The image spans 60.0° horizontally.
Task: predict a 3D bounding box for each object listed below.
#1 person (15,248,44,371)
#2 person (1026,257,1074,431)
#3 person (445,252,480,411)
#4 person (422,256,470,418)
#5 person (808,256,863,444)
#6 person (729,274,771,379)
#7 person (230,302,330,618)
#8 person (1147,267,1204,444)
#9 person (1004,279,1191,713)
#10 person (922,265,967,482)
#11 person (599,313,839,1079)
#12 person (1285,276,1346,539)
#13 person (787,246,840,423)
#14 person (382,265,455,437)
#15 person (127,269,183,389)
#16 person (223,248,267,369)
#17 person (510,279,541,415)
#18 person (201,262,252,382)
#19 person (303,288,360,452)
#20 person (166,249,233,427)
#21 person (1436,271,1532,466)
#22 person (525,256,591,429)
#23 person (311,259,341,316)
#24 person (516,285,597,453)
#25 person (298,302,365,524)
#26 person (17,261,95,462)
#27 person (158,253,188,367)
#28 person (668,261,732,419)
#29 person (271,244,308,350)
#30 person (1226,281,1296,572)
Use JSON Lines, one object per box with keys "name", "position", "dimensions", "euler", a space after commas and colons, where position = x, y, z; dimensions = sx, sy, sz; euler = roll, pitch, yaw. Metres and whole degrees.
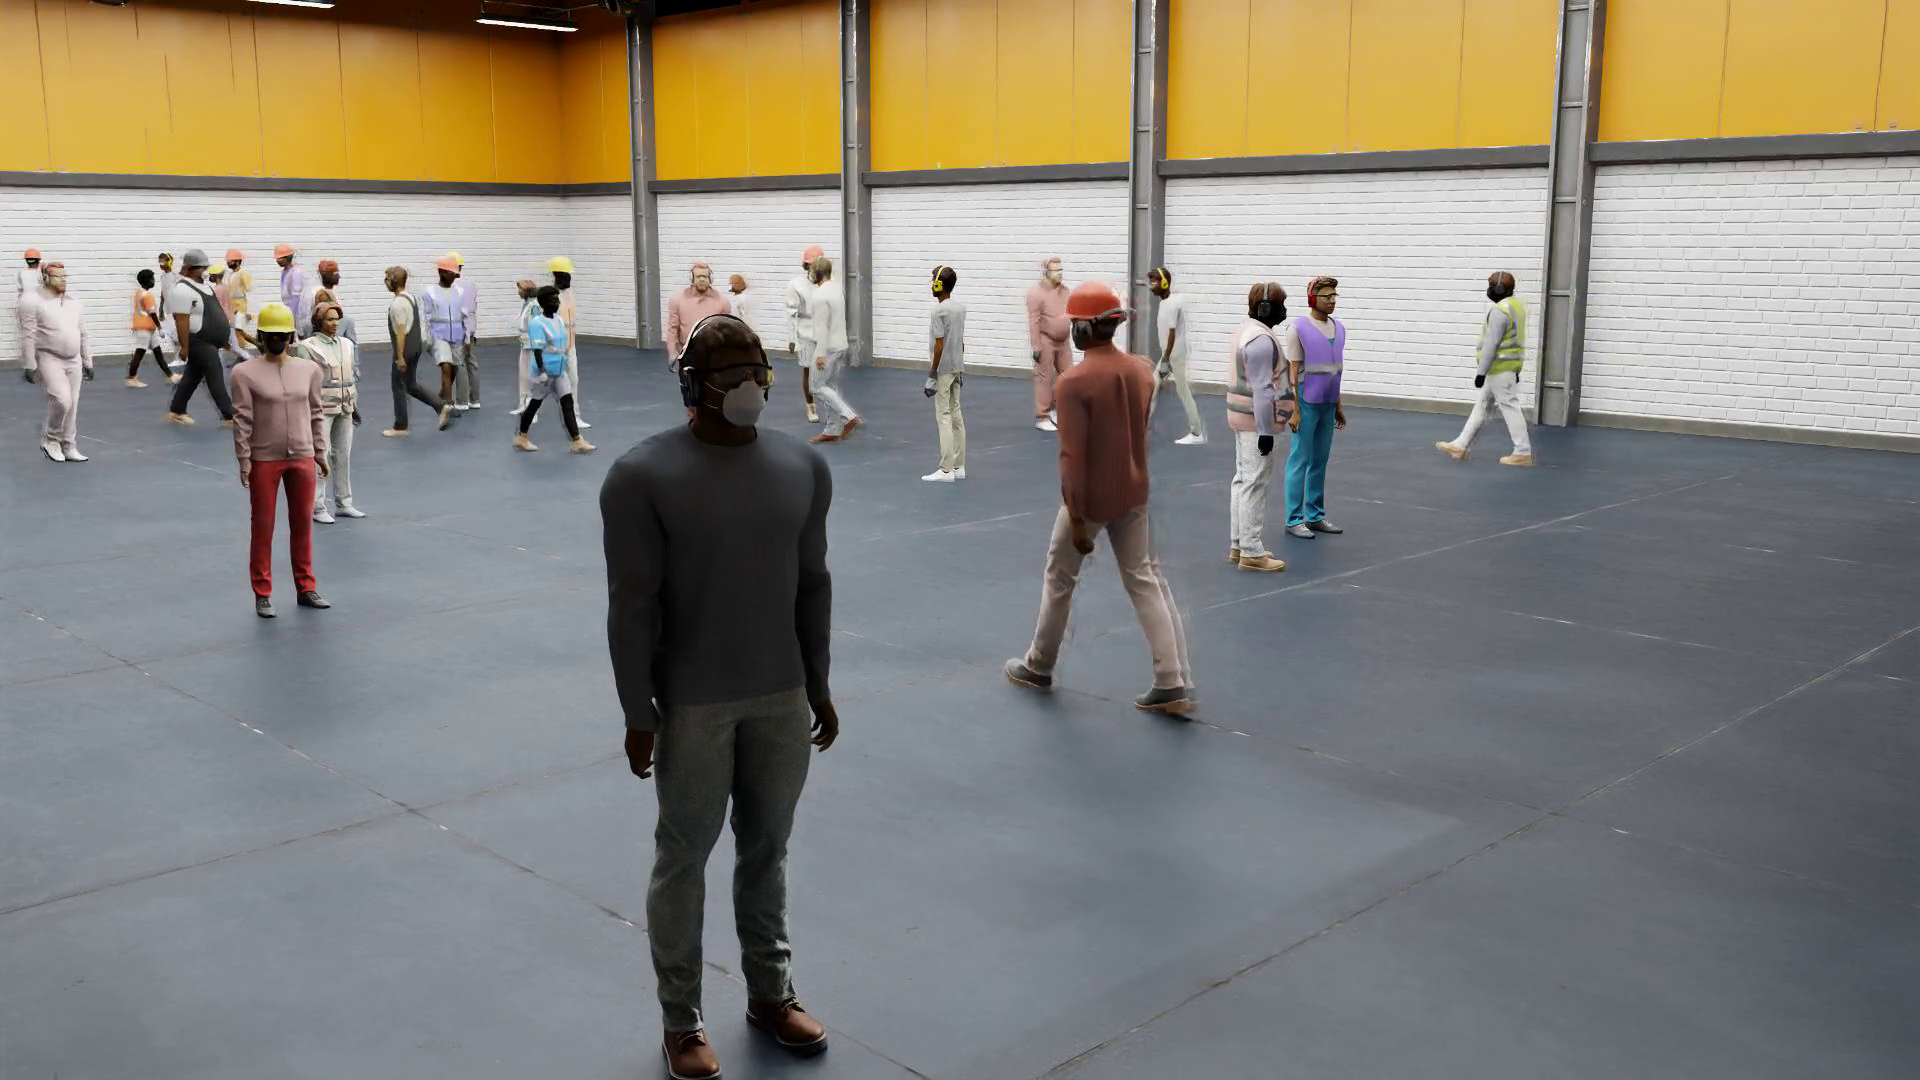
{"name": "person", "position": [-14.498, -3.615, 26.160], "dimensions": [0.551, 1.930, 0.376], "euler": [0, 10, 0]}
{"name": "person", "position": [1.013, -2.134, 18.184], "dimensions": [0.642, 1.896, 0.413], "euler": [-9, 13, -39]}
{"name": "person", "position": [-6.102, -2.528, 20.238], "dimensions": [0.384, 1.928, 0.589], "euler": [5, 11, 24]}
{"name": "person", "position": [-6.122, -2.427, 19.807], "dimensions": [0.540, 1.897, 0.925], "euler": [-7, 13, -35]}
{"name": "person", "position": [-1.286, -1.906, 16.858], "dimensions": [0.518, 1.924, 0.653], "euler": [2, 11, 12]}
{"name": "person", "position": [-3.052, -2.944, 23.408], "dimensions": [0.823, 1.597, 0.500], "euler": [-4, 11, -21]}
{"name": "person", "position": [-3.808, -0.454, 9.373], "dimensions": [0.328, 1.765, 0.528], "euler": [10, 14, 44]}
{"name": "person", "position": [2.058, -1.851, 16.887], "dimensions": [0.974, 1.799, 0.577], "euler": [-2, 11, -11]}
{"name": "person", "position": [0.651, -0.196, 7.511], "dimensions": [0.609, 1.947, 1.047], "euler": [-8, 13, -36]}
{"name": "person", "position": [-0.138, -1.432, 14.448], "dimensions": [0.328, 1.862, 0.521], "euler": [6, 12, 29]}
{"name": "person", "position": [-0.583, 0.401, 4.236], "dimensions": [0.630, 1.940, 0.372], "euler": [-8, 13, -36]}
{"name": "person", "position": [2.517, -0.945, 11.827], "dimensions": [0.563, 1.846, 0.390], "euler": [-9, 14, -40]}
{"name": "person", "position": [-1.612, -2.273, 18.640], "dimensions": [0.640, 1.995, 1.003], "euler": [-3, 11, -14]}
{"name": "person", "position": [-5.781, -1.980, 17.558], "dimensions": [0.676, 1.826, 0.510], "euler": [1, 10, 3]}
{"name": "person", "position": [-11.311, -2.957, 23.304], "dimensions": [0.854, 1.646, 0.550], "euler": [-7, 13, -34]}
{"name": "person", "position": [-11.528, -3.736, 26.842], "dimensions": [0.543, 1.923, 0.731], "euler": [9, 14, 40]}
{"name": "person", "position": [-5.046, -2.304, 19.847], "dimensions": [0.660, 1.616, 0.519], "euler": [-7, 12, -34]}
{"name": "person", "position": [-10.663, -3.165, 24.203], "dimensions": [0.786, 1.736, 0.530], "euler": [0, 10, -3]}
{"name": "person", "position": [-6.266, -1.703, 16.590], "dimensions": [0.497, 1.616, 0.663], "euler": [-5, 11, -25]}
{"name": "person", "position": [-8.479, -2.274, 18.546], "dimensions": [1.011, 2.000, 0.678], "euler": [-1, 10, -6]}
{"name": "person", "position": [4.962, -1.599, 15.540], "dimensions": [0.944, 1.789, 0.650], "euler": [6, 12, 30]}
{"name": "person", "position": [-4.472, -2.181, 18.405], "dimensions": [0.727, 1.910, 0.600], "euler": [5, 11, 25]}
{"name": "person", "position": [-7.036, -2.174, 18.490], "dimensions": [0.455, 1.869, 0.623], "euler": [-1, 10, -3]}
{"name": "person", "position": [-4.030, -1.663, 16.281], "dimensions": [0.885, 1.649, 0.544], "euler": [4, 11, 22]}
{"name": "person", "position": [-4.696, -0.950, 12.420], "dimensions": [0.310, 1.638, 0.523], "euler": [5, 11, 25]}
{"name": "person", "position": [-8.420, -1.659, 15.590], "dimensions": [0.431, 1.891, 0.676], "euler": [4, 11, 20]}
{"name": "person", "position": [-12.821, -3.738, 27.051], "dimensions": [0.564, 1.850, 0.410], "euler": [7, 13, 35]}
{"name": "person", "position": [-2.632, -1.888, 16.896], "dimensions": [0.643, 1.876, 0.851], "euler": [0, 10, -2]}
{"name": "person", "position": [-9.948, -3.349, 24.516], "dimensions": [0.991, 1.998, 0.632], "euler": [-9, 14, -42]}
{"name": "person", "position": [1.925, -0.728, 10.656], "dimensions": [0.429, 1.841, 0.634], "euler": [0, 10, 0]}
